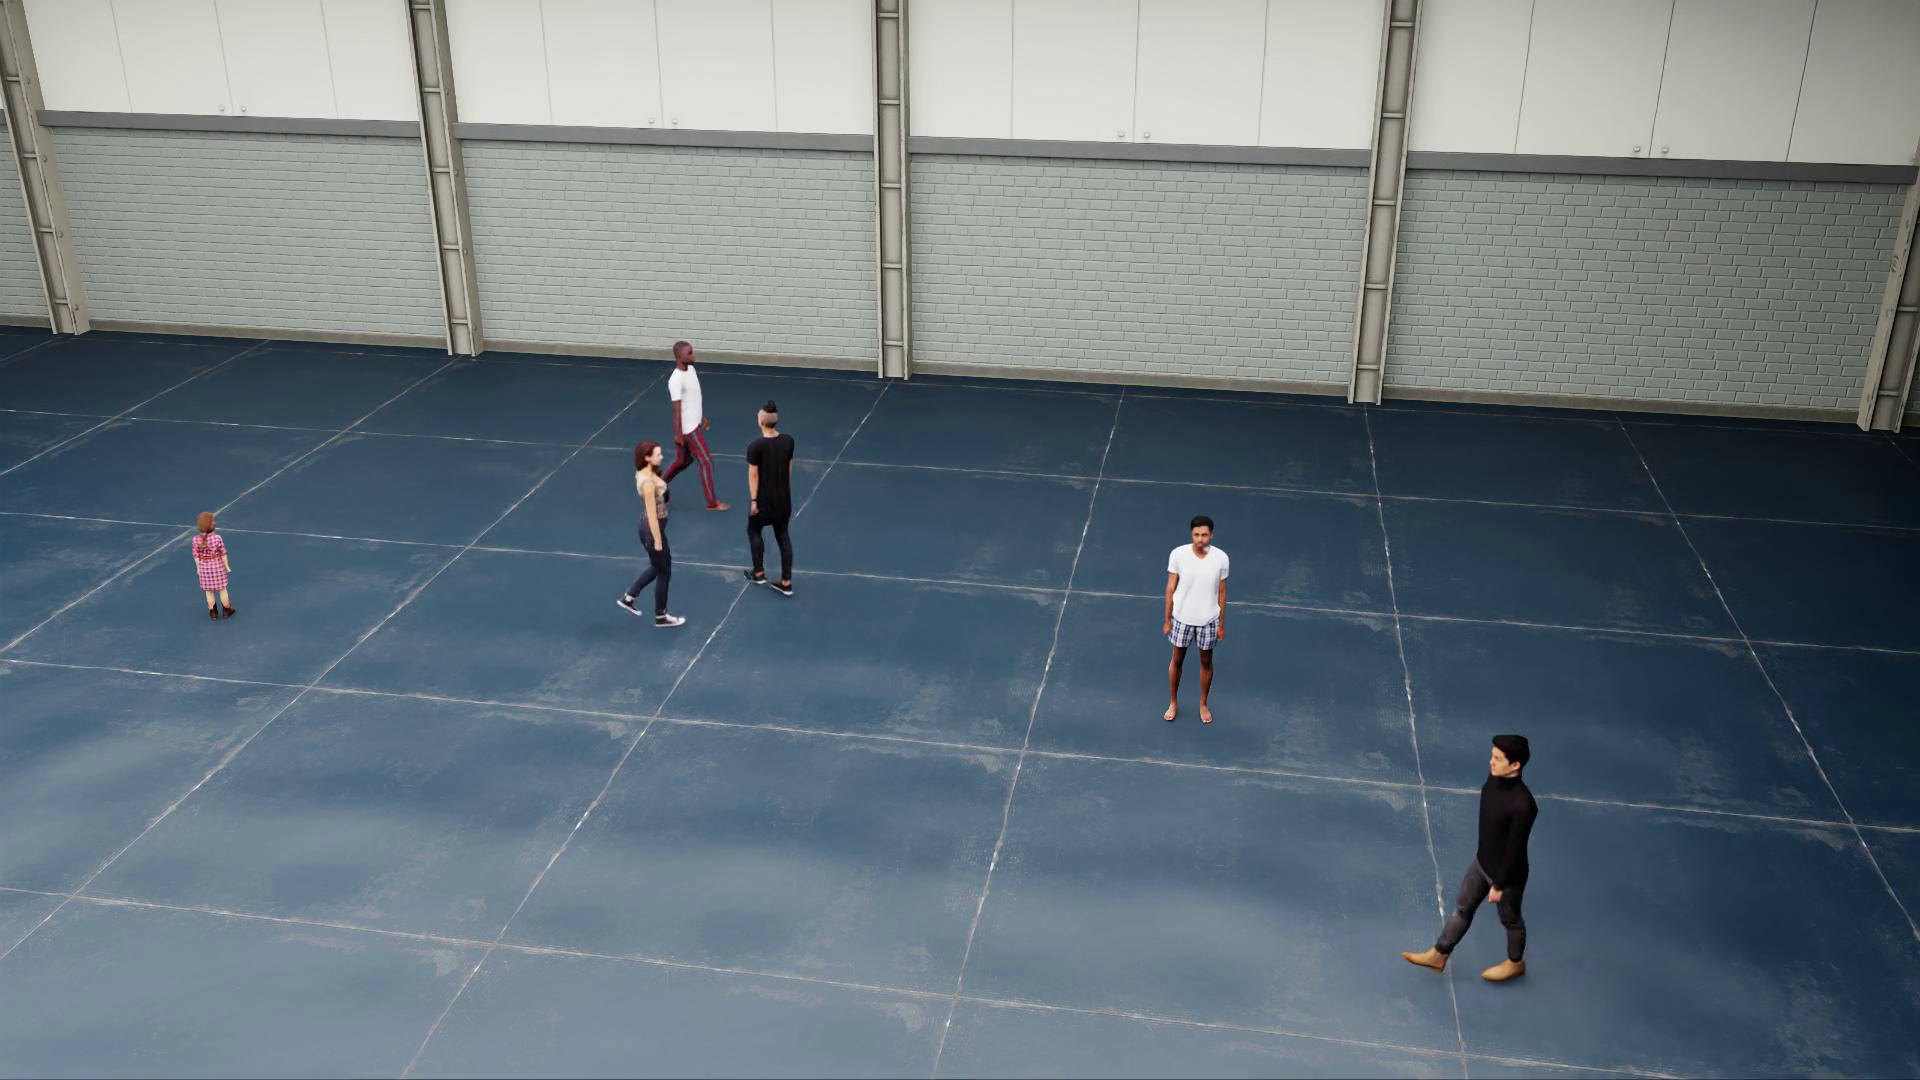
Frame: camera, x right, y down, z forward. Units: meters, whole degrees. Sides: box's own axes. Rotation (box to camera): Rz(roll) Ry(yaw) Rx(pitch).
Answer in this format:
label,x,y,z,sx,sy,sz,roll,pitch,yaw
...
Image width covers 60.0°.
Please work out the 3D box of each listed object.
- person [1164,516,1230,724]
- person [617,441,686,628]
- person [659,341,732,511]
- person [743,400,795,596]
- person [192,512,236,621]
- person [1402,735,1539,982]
label,x,y,z,sx,sy,sz,roll,pitch,yaw
person,1.855,0.599,13.082,0.470,1.735,0.699,3,23,6
person,-2.768,-0.033,14.544,0.916,1.755,0.798,-6,24,-14
person,-2.874,-1.170,17.155,1.121,1.803,0.713,2,23,5
person,-1.672,-0.367,15.210,0.963,1.847,1.034,-19,30,-38
person,-6.700,0.223,14.877,0.469,1.023,0.555,-7,24,-15
person,3.316,1.936,9.988,1.103,1.696,0.888,-4,23,-9
